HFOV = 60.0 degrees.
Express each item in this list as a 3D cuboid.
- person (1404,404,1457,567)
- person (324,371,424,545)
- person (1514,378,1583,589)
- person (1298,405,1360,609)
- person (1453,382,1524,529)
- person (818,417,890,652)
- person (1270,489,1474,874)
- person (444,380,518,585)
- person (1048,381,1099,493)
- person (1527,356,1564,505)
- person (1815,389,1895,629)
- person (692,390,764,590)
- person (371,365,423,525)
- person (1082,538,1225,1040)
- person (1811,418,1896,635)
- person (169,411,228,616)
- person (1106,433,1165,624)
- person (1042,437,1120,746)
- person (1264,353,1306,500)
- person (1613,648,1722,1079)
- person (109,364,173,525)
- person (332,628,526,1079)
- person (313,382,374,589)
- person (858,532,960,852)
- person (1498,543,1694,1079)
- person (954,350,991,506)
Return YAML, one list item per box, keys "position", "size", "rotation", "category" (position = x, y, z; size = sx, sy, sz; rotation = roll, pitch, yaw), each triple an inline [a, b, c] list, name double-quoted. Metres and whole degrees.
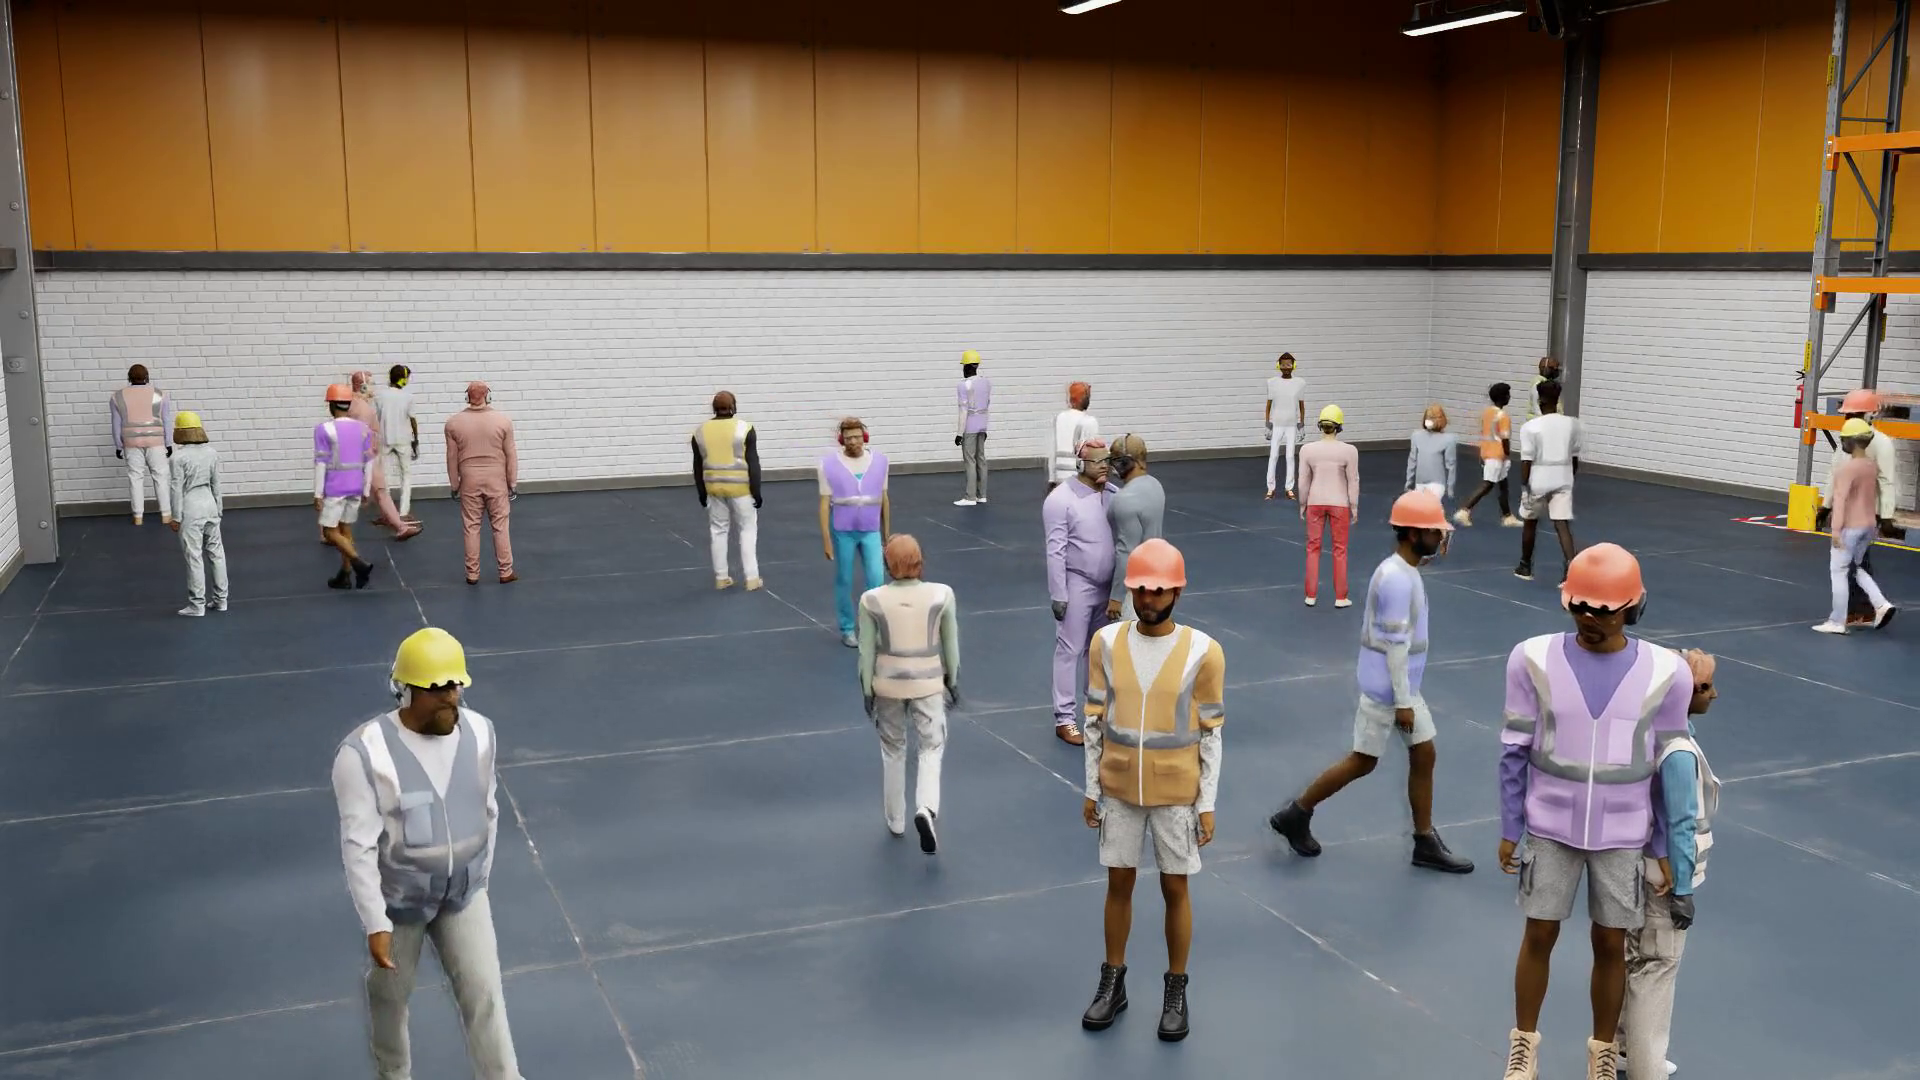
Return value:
- position: [4.713, -0.560, 16.523]
  size: [0.694, 1.612, 0.501]
  rotation: [-7, 12, -38]
  category: "person"
- position: [-6.315, -0.866, 17.673]
  size: [1.046, 1.844, 0.668]
  rotation: [-8, 12, -39]
  category: "person"
- position: [5.454, -0.527, 15.368]
  size: [0.600, 1.934, 0.959]
  rotation: [0, 9, -1]
  category: "person"
- position: [3.192, -0.287, 14.410]
  size: [0.524, 1.769, 0.316]
  rotation: [4, 10, 22]
  category: "person"
- position: [5.982, -0.949, 18.714]
  size: [0.849, 1.662, 0.533]
  rotation: [0, 9, -2]
  category: "person"
- position: [-0.759, -0.022, 12.668]
  size: [0.578, 1.804, 0.869]
  rotation: [-3, 10, -19]
  category: "person"
- position: [2.034, 0.681, 8.153]
  size: [0.941, 1.904, 0.536]
  rotation: [4, 10, 24]
  category: "person"
- position: [-4.429, -0.532, 15.472]
  size: [0.639, 1.909, 0.409]
  rotation: [-1, 9, -8]
  category: "person"
- position: [1.120, -0.586, 15.903]
  size: [0.409, 1.866, 0.588]
  rotation: [-7, 12, -38]
  category: "person"
- position: [7.271, -1.361, 20.690]
  size: [0.429, 1.841, 0.634]
  rotation: [4, 10, 24]
  category: "person"
- position: [7.261, -0.239, 13.502]
  size: [0.696, 1.970, 0.606]
  rotation: [0, 9, 1]
  category: "person"
- position: [-2.114, -0.445, 15.178]
  size: [0.661, 1.833, 0.454]
  rotation: [2, 10, 14]
  category: "person"
- position: [-6.479, -1.067, 18.944]
  size: [0.612, 1.840, 0.302]
  rotation: [-3, 10, -17]
  category: "person"
- position: [0.729, 0.950, 6.387]
  size: [0.542, 1.942, 0.352]
  rotation: [3, 10, 20]
  category: "person"
- position: [7.177, -0.094, 13.285]
  size: [0.577, 1.747, 0.512]
  rotation: [-5, 11, -29]
  category: "person"
- position: [-6.504, -0.228, 14.150]
  size: [0.323, 1.736, 0.481]
  rotation: [4, 10, 22]
  category: "person"
- position: [1.071, 0.297, 10.367]
  size: [0.373, 1.935, 0.628]
  rotation: [4, 10, 23]
  category: "person"
- position: [0.818, 0.308, 10.383]
  size: [0.641, 1.908, 0.409]
  rotation: [-8, 12, -40]
  category: "person"
- position: [4.124, -1.440, 21.084]
  size: [0.515, 1.872, 0.333]
  rotation: [1, 9, 8]
  category: "person"
- position: [2.490, 1.183, 5.887]
  size: [0.308, 1.639, 0.524]
  rotation: [2, 10, 9]
  category: "person"
- position: [-9.351, -1.090, 19.051]
  size: [0.624, 1.845, 0.430]
  rotation: [-4, 10, -21]
  category: "person"
- position: [-1.721, 1.180, 5.489]
  size: [0.591, 1.778, 0.940]
  rotation: [-8, 13, -41]
  category: "person"
- position: [-5.563, -0.468, 15.059]
  size: [0.719, 1.912, 0.575]
  rotation: [7, 11, 34]
  category: "person"
- position: [-0.260, 0.773, 8.435]
  size: [0.523, 1.615, 0.631]
  rotation: [0, 9, 0]
  category: "person"
- position: [2.176, 1.008, 5.758]
  size: [0.609, 2.034, 0.404]
  rotation: [3, 10, 20]
  category: "person"
- position: [0.143, -1.380, 20.546]
  size: [0.366, 1.926, 0.592]
  rotation: [7, 12, 36]
  category: "person"
